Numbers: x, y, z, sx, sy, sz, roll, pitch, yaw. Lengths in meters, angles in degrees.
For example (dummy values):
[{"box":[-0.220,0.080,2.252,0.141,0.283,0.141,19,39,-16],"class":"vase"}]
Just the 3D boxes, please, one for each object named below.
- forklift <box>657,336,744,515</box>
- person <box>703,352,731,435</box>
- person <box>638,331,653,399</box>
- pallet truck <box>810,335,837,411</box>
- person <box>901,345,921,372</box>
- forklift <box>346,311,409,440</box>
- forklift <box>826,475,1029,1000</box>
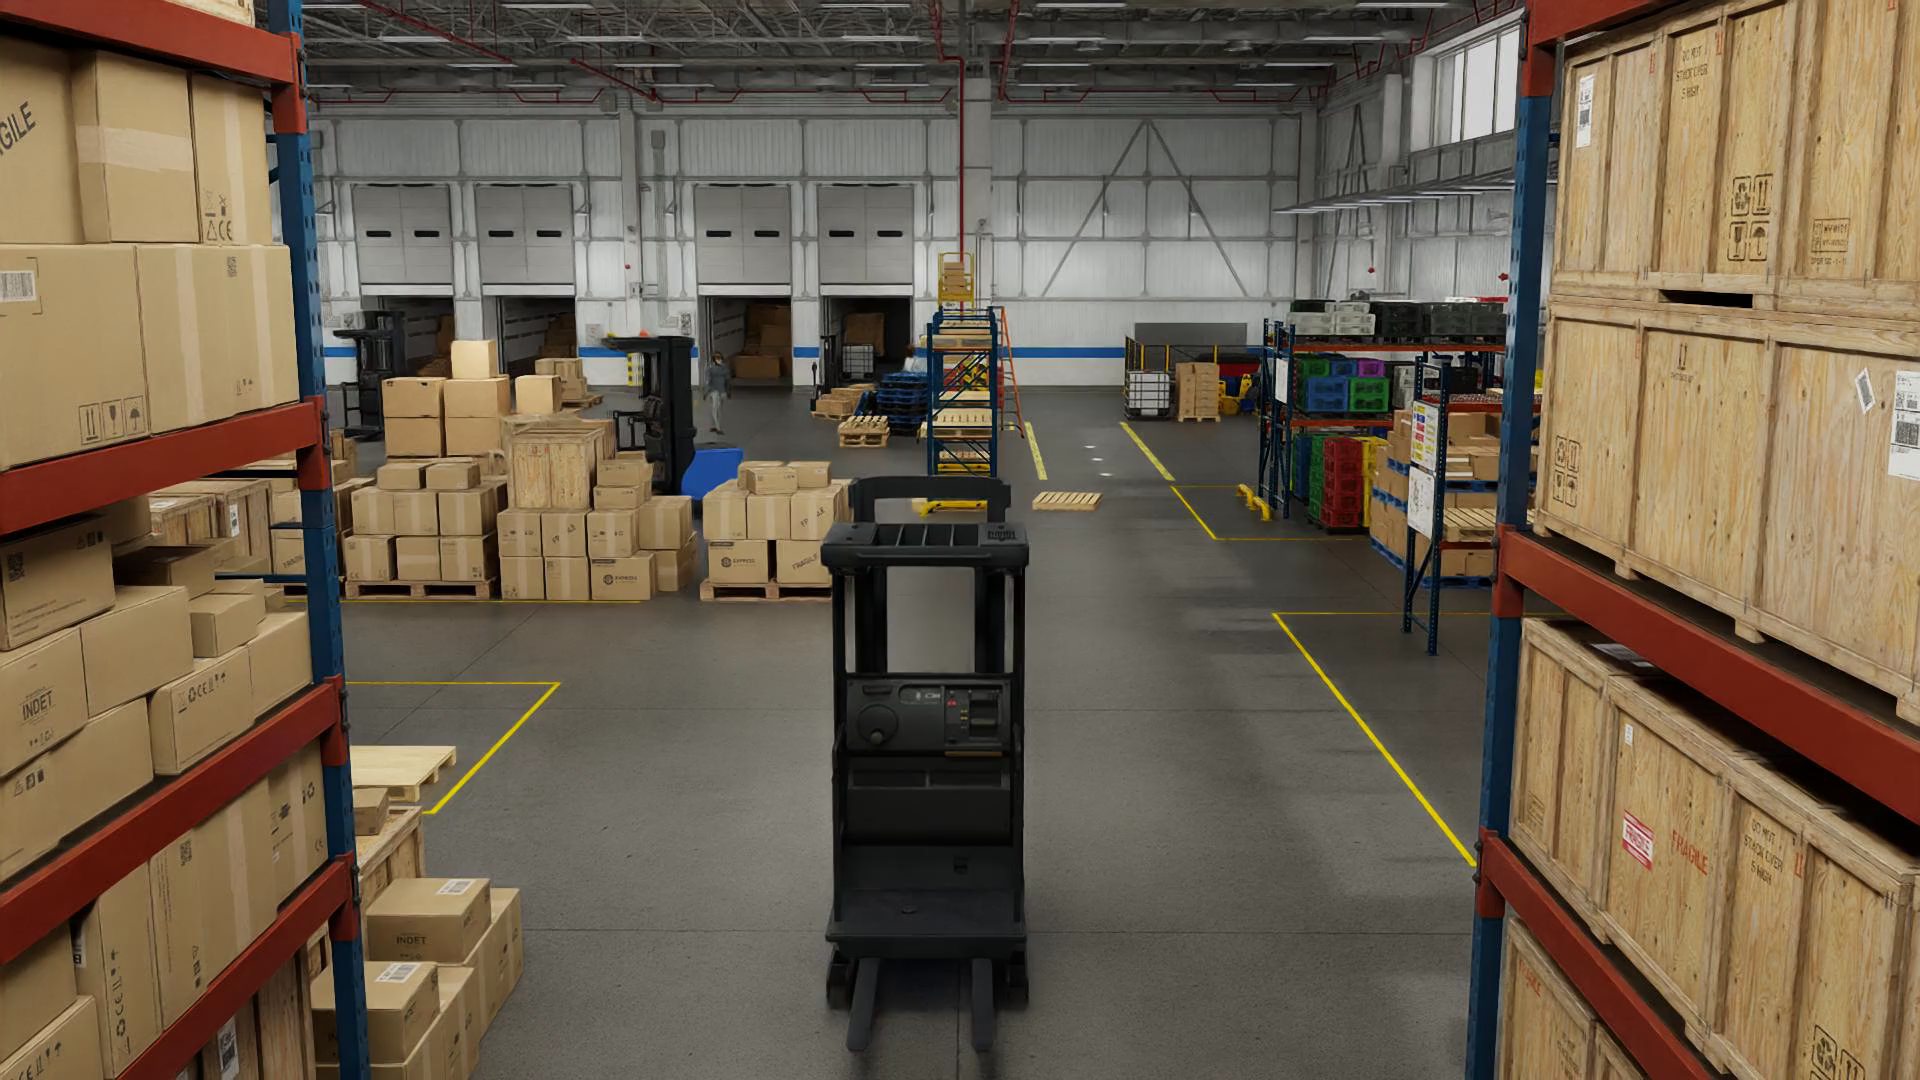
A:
[{"box":[-4.406,-1.785,26.002,1.873,2.768,1.129,-5,11,-24],"class":"forklift"},{"box":[-5.558,-3.350,37.926,0.733,1.896,0.673,8,13,38],"class":"person"},{"box":[-8.904,-4.944,46.978,0.543,1.929,0.387,8,12,37],"class":"person"},{"box":[-3.021,-4.312,43.126,1.885,1.965,0.823,3,10,17],"class":"pallet truck"},{"box":[-1.286,-3.886,41.096,0.940,1.840,0.591,-5,11,-28],"class":"person"},{"box":[-12.810,-3.738,37.268,1.129,2.768,1.873,5,11,24],"class":"forklift"},{"box":[-0.172,1.016,9.843,1.129,2.768,1.873,0,10,1],"class":"forklift"}]
